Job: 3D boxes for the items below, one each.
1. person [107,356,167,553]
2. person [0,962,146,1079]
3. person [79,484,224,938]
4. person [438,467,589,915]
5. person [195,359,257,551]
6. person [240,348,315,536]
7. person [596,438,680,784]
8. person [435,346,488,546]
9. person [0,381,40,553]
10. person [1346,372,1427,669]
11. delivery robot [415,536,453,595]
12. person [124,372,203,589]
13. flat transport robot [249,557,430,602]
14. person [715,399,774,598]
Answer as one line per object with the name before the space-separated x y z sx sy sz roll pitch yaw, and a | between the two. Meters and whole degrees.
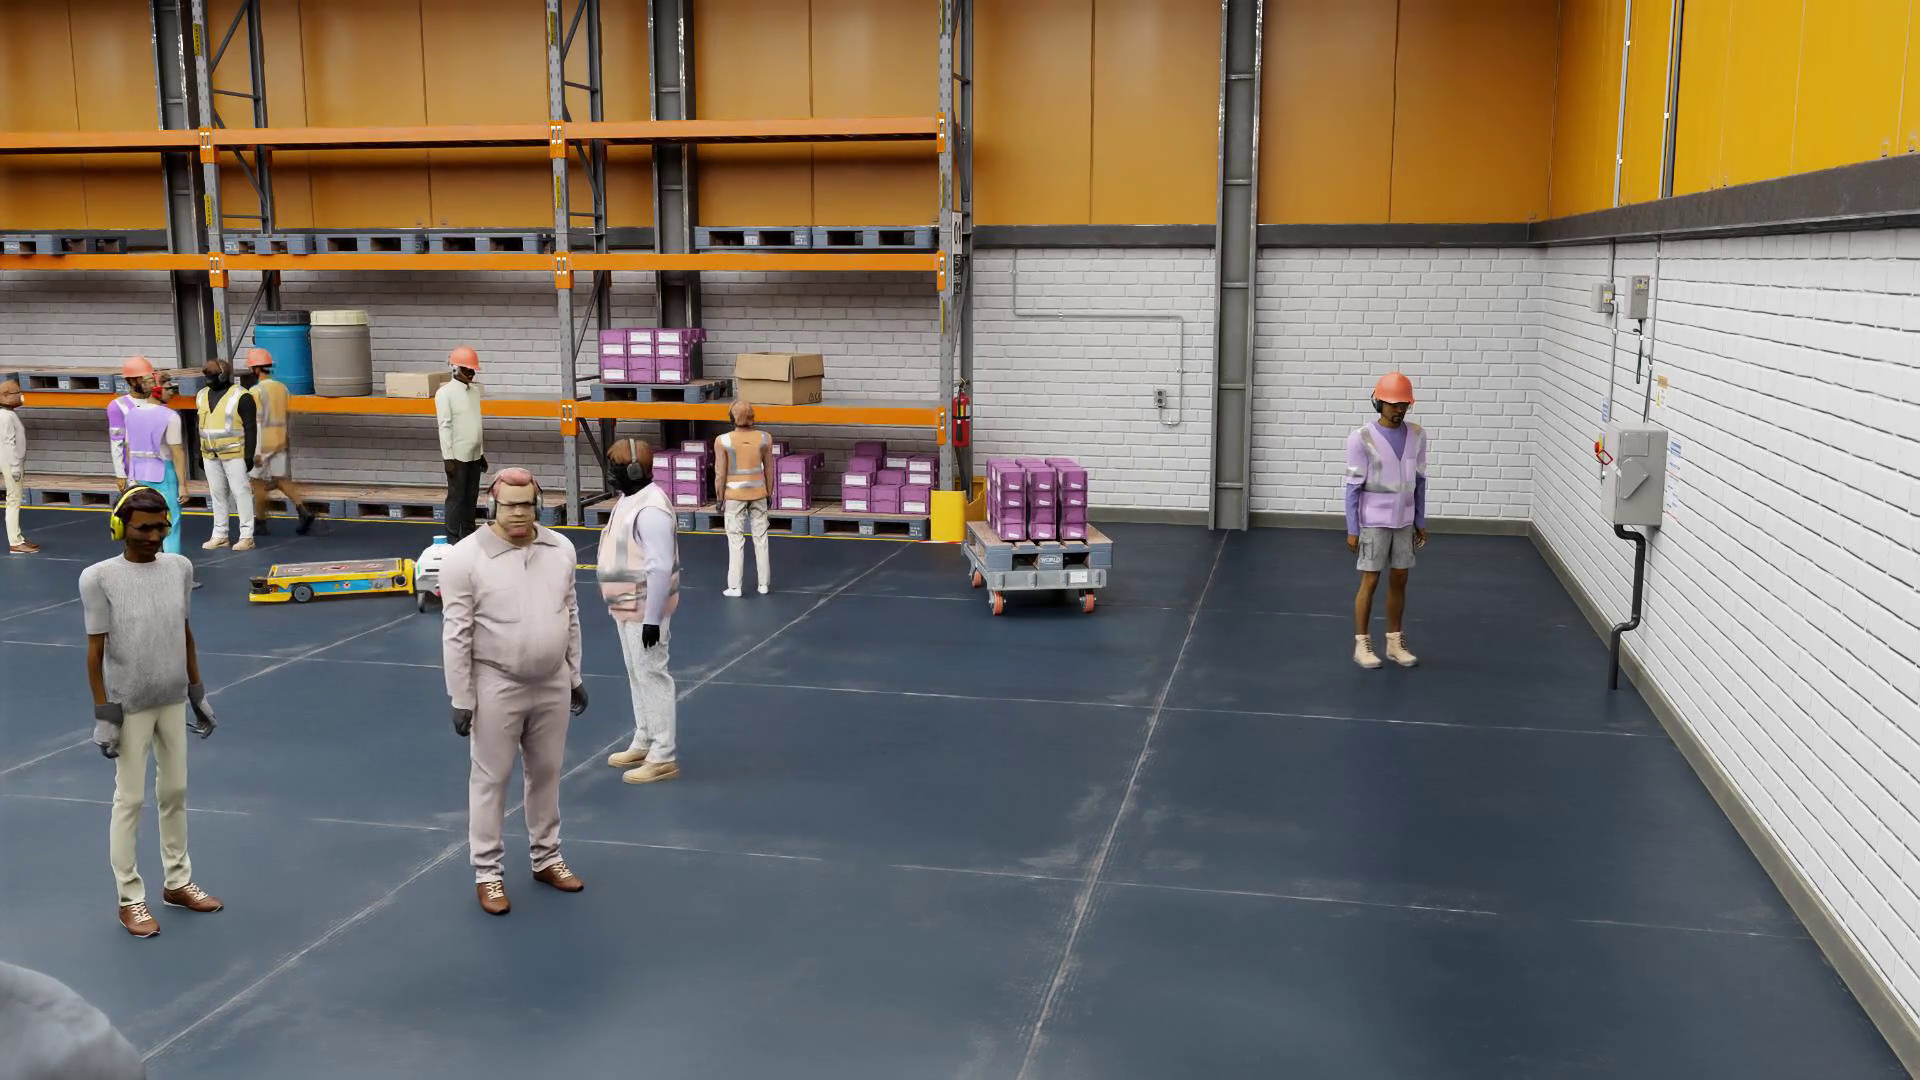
person | -7.128 -0.635 14.560 0.352 1.939 0.552 5 11 28
person | -1.600 1.368 2.715 0.635 1.935 0.350 2 10 13
person | -3.359 0.692 6.933 0.328 1.865 0.518 5 11 29
person | -1.886 0.633 7.162 0.652 1.904 0.403 -9 13 -43
person | -7.031 -0.810 15.907 0.632 1.836 0.429 3 10 15
person | -6.878 -0.972 16.645 0.753 1.908 0.563 3 10 16
person | -1.719 0.372 8.893 0.429 1.840 0.633 -4 10 -23
person | -4.545 -0.777 15.265 0.387 1.989 0.608 3 10 15
person | -8.980 -0.695 15.818 0.280 1.636 0.500 -5 11 -26
person | 2.913 -0.129 11.314 0.611 2.030 0.405 -4 10 -20
delivery robot | -4.173 0.209 13.383 0.477 0.478 0.707 -2 10 -12
person | -6.715 -0.476 13.913 0.564 1.842 0.392 4 10 21
flat transport robot | -5.122 0.319 13.847 1.431 0.197 0.652 -3 10 -18
person | -1.767 -0.336 13.685 0.513 1.639 0.307 -5 11 -27
